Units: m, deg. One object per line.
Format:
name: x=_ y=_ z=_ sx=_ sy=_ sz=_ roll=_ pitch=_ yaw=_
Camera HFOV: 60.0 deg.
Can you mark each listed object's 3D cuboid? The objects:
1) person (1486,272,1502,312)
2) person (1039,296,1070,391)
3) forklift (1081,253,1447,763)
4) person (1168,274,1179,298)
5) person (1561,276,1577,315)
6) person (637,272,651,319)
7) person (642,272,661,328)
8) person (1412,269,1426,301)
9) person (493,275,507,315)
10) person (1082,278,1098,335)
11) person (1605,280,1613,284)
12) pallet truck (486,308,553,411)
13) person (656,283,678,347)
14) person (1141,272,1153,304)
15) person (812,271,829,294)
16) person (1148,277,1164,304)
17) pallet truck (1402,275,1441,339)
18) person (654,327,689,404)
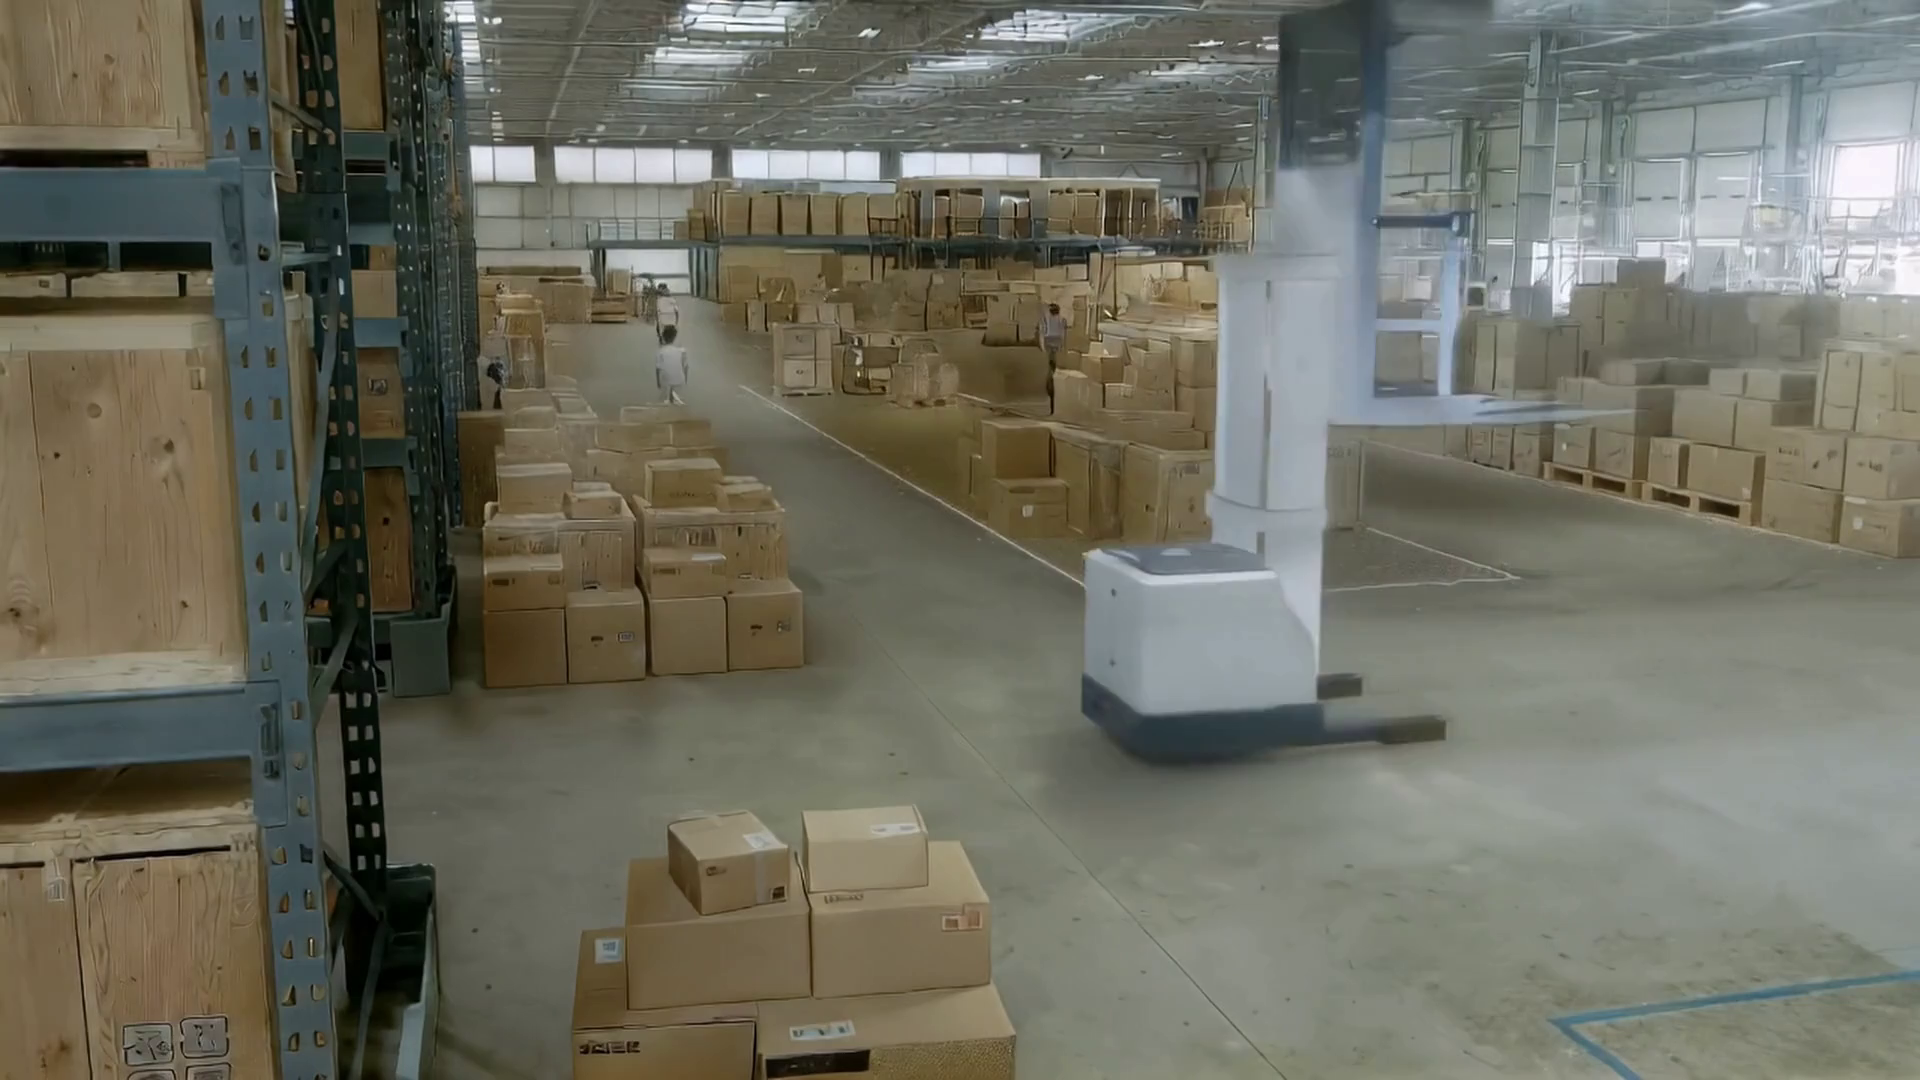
person: x=20.076 y=-9.131 z=62.635 sx=0.617 sy=1.906 sz=0.515 roll=8 pitch=13 yaw=37
person: x=1.891 y=-3.831 z=32.666 sx=0.572 sy=1.884 sz=0.972 roll=-4 pitch=11 yaw=-20
forklift: x=1.748 y=-0.253 z=9.604 sx=1.873 sy=2.768 sz=1.129 roll=-3 pitch=10 yaw=-15
person: x=8.324 y=-9.363 z=64.242 sx=0.804 sy=1.817 sz=0.621 roll=7 pitch=12 yaw=34
person: x=19.131 y=-7.272 z=52.021 sx=1.055 sy=1.943 sz=0.634 roll=-5 pitch=11 yaw=-26
person: x=-12.622 y=-9.771 z=66.464 sx=0.583 sy=1.827 sz=0.990 roll=-2 pitch=10 yaw=-11
person: x=-10.698 y=-8.469 z=58.505 sx=0.962 sy=2.000 sz=0.688 roll=-9 pitch=13 yaw=-42
person: x=21.185 y=-11.586 z=76.786 sx=0.623 sy=1.838 sz=1.167 roll=1 pitch=10 yaw=3
person: x=-14.830 y=-7.550 z=53.601 sx=0.551 sy=1.933 sz=0.377 roll=9 pitch=13 yaw=40
person: x=4.237 y=-7.578 z=53.964 sx=0.508 sy=1.865 sz=0.329 roll=6 pitch=12 yaw=31
person: x=21.654 y=-7.792 z=55.558 sx=0.528 sy=1.734 sz=0.790 roll=-3 pitch=11 yaw=-19
pallet truck: x=-6.242 y=-2.418 z=24.362 sx=0.823 sy=1.965 sz=1.885 roll=1 pitch=10 yaw=3
person: x=-7.403 y=-5.498 z=41.967 sx=0.653 sy=1.950 sz=0.529 roll=-7 pitch=12 yaw=-35
person: x=7.113 y=-8.972 z=61.699 sx=0.658 sy=1.913 sz=0.805 roll=-9 pitch=13 yaw=-42
person: x=-4.981 y=-8.599 z=59.373 sx=0.612 sy=2.011 sz=1.005 roll=-2 pitch=10 yaw=-13
person: x=6.549 y=-7.899 z=55.877 sx=0.658 sy=1.828 sz=0.480 roll=-6 pitch=12 yaw=-32
pallet truck: x=14.620 y=-7.324 z=52.145 sx=0.823 sy=1.965 sz=1.885 roll=8 pitch=13 yaw=40
person: x=-4.367 y=-2.395 z=25.205 sx=0.536 sy=1.649 sz=0.858 roll=-4 pitch=11 yaw=-19
